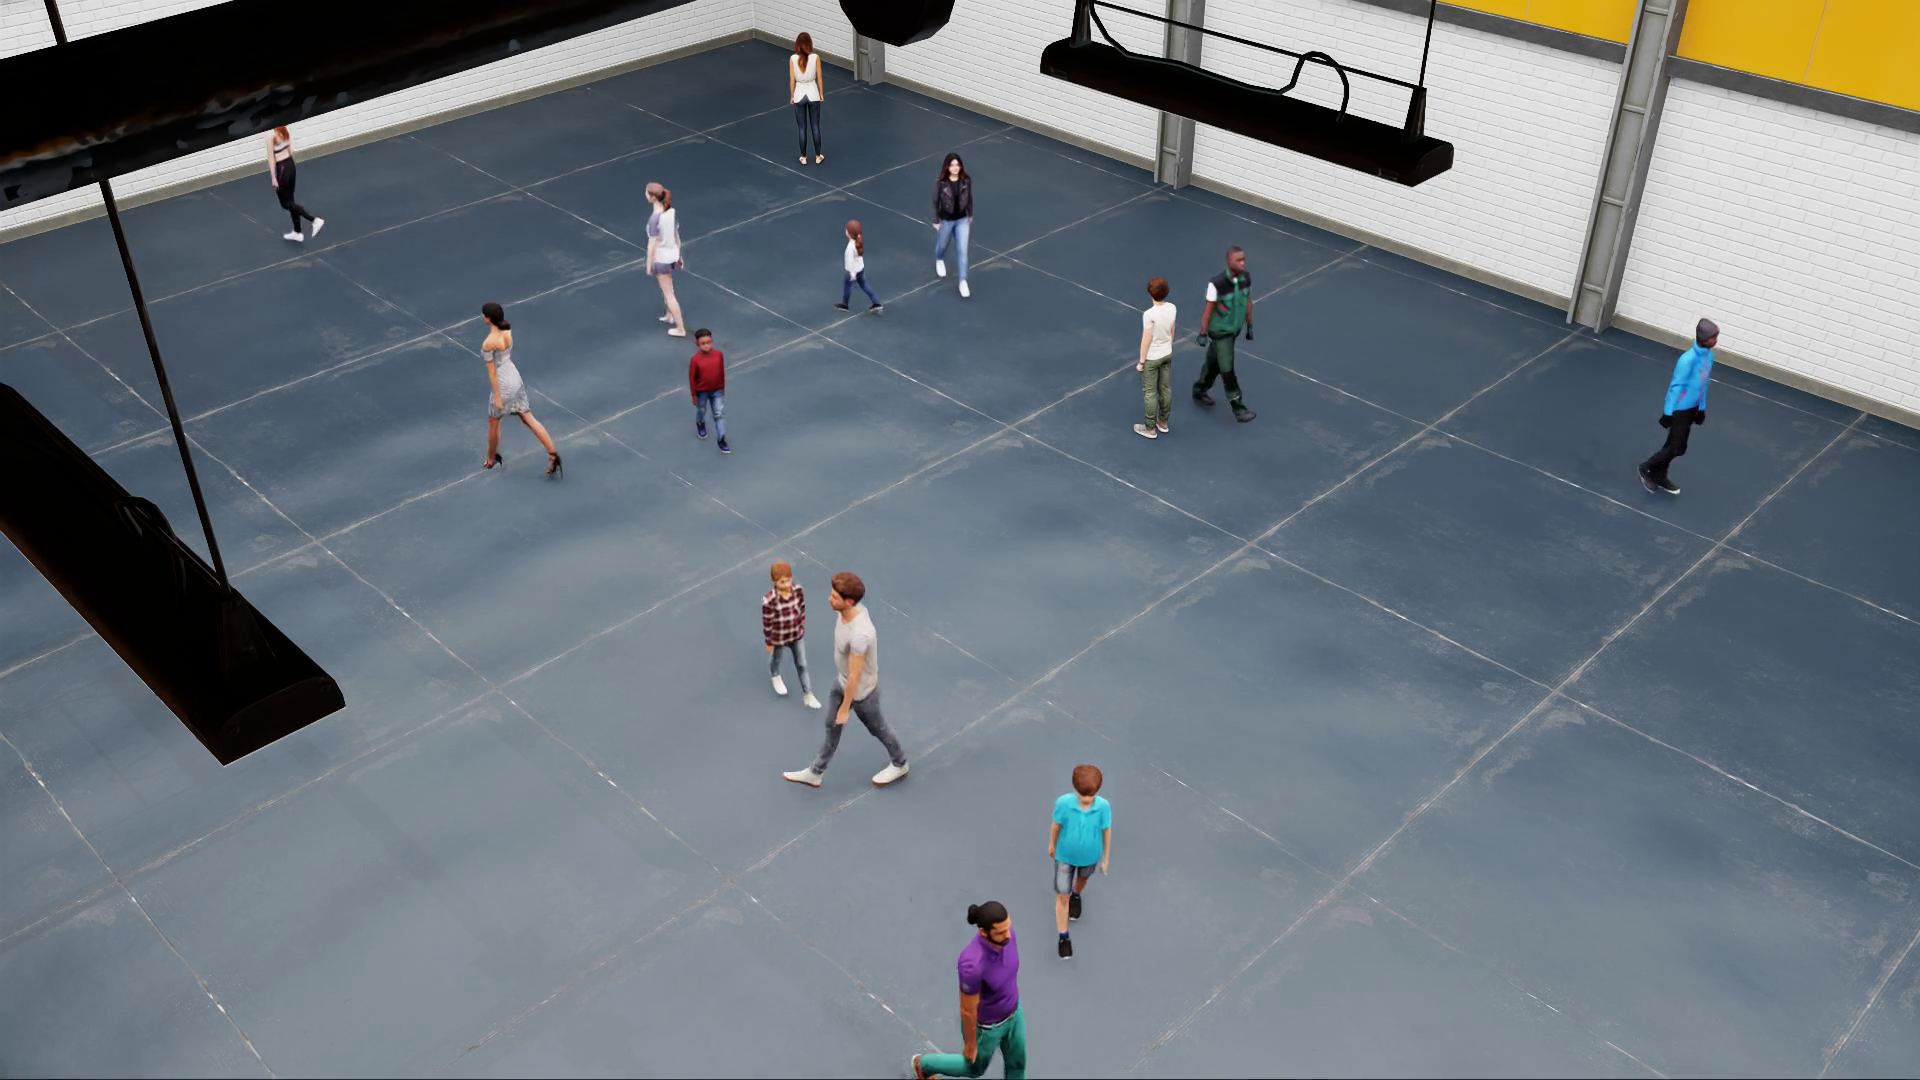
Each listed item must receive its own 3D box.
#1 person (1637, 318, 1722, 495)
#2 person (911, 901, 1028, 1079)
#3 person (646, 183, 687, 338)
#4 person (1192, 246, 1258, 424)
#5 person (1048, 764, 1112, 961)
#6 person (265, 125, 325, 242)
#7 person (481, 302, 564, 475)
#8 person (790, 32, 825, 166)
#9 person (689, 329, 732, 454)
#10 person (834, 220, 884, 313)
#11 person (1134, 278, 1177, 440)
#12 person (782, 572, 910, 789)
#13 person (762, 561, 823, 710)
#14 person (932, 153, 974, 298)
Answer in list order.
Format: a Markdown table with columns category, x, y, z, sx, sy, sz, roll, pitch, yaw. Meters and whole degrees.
| category | x | y | z | sx | sy | sz | roll | pitch | yaw |
| --- | --- | --- | --- | --- | --- | --- | --- | --- | --- |
| person | 6.583 | -1.253 | 15.339 | 0.615 | 1.785 | 0.633 | -26 | 41 | -33 |
| person | 0.089 | 2.680 | 9.461 | 1.189 | 1.741 | 0.787 | 21 | 39 | 28 |
| person | -3.119 | -3.008 | 18.010 | 0.783 | 1.750 | 0.677 | 18 | 38 | 25 |
| person | 2.581 | -2.091 | 16.597 | 0.800 | 1.787 | 1.196 | -23 | 40 | -31 |
| person | 0.769 | 1.965 | 10.832 | 0.903 | 1.415 | 0.978 | 0 | 34 | -1 |
| person | -8.087 | -4.422 | 20.156 | 0.971 | 1.730 | 0.854 | 7 | 34 | 10 |
| person | -4.126 | -1.360 | 15.507 | 1.179 | 1.776 | 0.937 | 11 | 35 | 16 |
| person | -2.065 | -5.944 | 22.396 | 0.685 | 1.785 | 0.722 | -3 | 34 | -5 |
| person | -2.479 | -1.505 | 16.205 | 0.700 | 1.244 | 0.925 | -14 | 36 | -20 |
| person | -1.119 | -3.043 | 18.662 | 0.853 | 1.086 | 0.642 | 14 | 36 | 20 |
| person | 1.922 | -1.787 | 16.261 | 0.612 | 1.653 | 0.572 | -22 | 39 | -29 |
| person | -0.639 | 1.038 | 11.836 | 1.079 | 1.847 | 1.213 | -11 | 35 | -16 |
| person | -1.387 | 0.684 | 12.884 | 0.672 | 1.275 | 0.905 | -19 | 38 | -26 |
| person | -0.115 | -3.687 | 19.174 | 1.019 | 1.593 | 1.212 | -8 | 34 | -12 |
